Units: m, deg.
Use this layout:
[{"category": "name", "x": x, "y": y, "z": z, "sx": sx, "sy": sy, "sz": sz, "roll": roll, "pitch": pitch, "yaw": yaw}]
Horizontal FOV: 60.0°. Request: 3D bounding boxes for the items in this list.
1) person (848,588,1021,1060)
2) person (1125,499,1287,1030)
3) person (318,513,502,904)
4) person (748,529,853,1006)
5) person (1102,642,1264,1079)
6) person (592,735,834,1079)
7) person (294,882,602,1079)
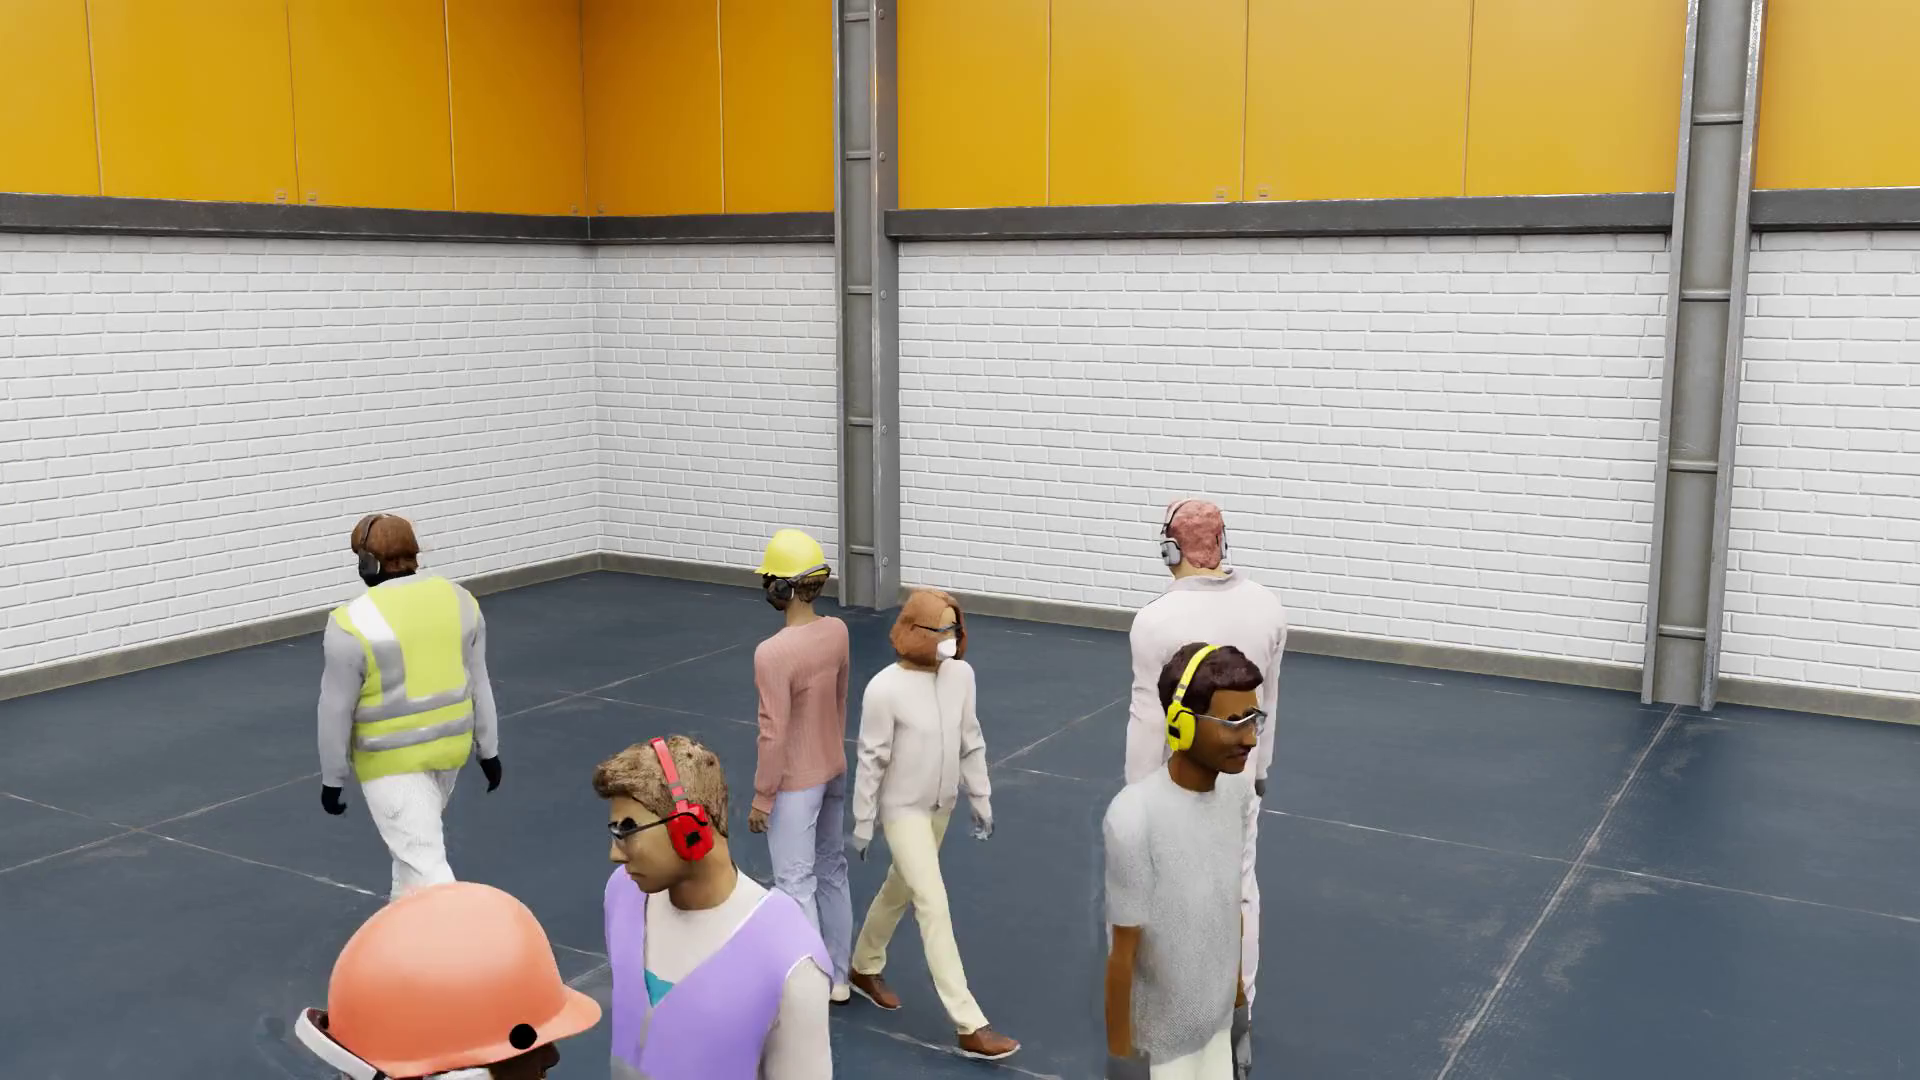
[{"category": "person", "x": -0.115, "y": 0.943, "z": 5.753, "sx": 0.886, "sy": 1.581, "sz": 0.502, "roll": 8, "pitch": 12, "yaw": 41}, {"category": "person", "x": 0.787, "y": 0.804, "z": 5.645, "sx": 0.638, "sy": 1.902, "sz": 0.406, "roll": -6, "pitch": 11, "yaw": -34}, {"category": "person", "x": -1.965, "y": 0.797, "z": 6.053, "sx": 0.944, "sy": 1.795, "sz": 0.627, "roll": 6, "pitch": 11, "yaw": 33}, {"category": "person", "x": -0.569, "y": 0.840, "z": 5.836, "sx": 0.314, "sy": 1.768, "sz": 0.526, "roll": 4, "pitch": 10, "yaw": 26}, {"category": "person", "x": 0.471, "y": 1.125, "z": 3.780, "sx": 0.516, "sy": 1.850, "sz": 0.536, "roll": 9, "pitch": 13, "yaw": 43}, {"category": "person", "x": -0.442, "y": 1.244, "z": 3.126, "sx": 0.599, "sy": 1.821, "sz": 0.485, "roll": 9, "pitch": 13, "yaw": 44}, {"category": "person", "x": -0.522, "y": 1.362, "z": 2.017, "sx": 0.978, "sy": 1.945, "sz": 0.612, "roll": -4, "pitch": 10, "yaw": -22}]
